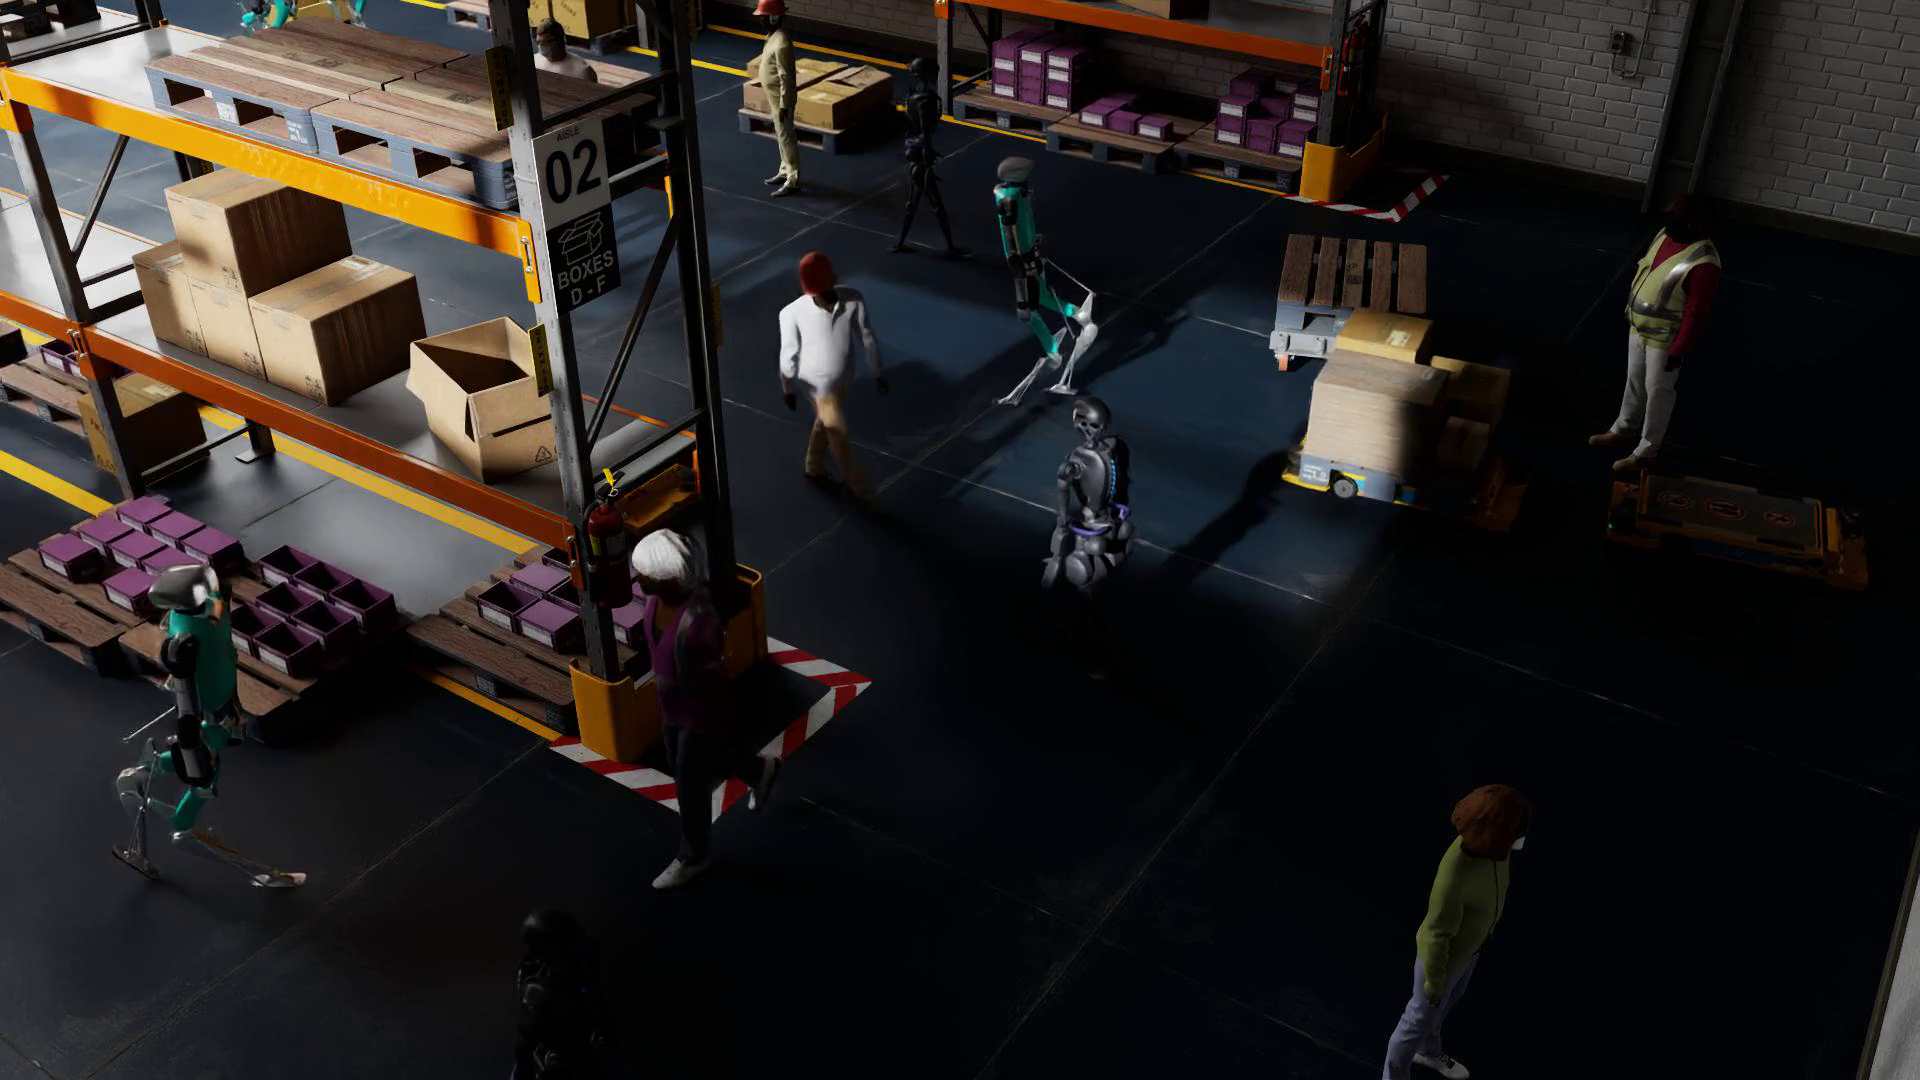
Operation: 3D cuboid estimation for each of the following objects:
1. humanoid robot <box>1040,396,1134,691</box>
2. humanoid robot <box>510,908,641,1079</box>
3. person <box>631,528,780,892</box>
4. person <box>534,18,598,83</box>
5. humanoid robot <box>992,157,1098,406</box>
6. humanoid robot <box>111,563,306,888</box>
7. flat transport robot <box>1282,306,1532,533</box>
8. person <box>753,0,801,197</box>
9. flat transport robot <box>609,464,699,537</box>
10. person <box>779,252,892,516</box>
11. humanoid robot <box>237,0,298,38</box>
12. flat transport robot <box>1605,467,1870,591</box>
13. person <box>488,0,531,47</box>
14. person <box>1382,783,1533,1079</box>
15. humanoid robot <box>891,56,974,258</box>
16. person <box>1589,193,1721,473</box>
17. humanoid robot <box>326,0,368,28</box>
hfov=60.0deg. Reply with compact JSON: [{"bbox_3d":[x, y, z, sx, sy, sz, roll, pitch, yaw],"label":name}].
[{"bbox_3d":[0.658,-0.005,8.612,0.665,1.635,0.600,28,42,36],"label":"humanoid robot"},{"bbox_3d":[-1.281,1.892,5.678,0.565,1.642,0.610,8,34,13],"label":"humanoid robot"},{"bbox_3d":[-1.137,0.701,7.373,0.701,1.827,0.519,-23,40,-31],"label":"person"},{"bbox_3d":[-3.126,-3.175,13.223,0.636,1.937,0.357,12,35,18],"label":"person"},{"bbox_3d":[0.635,-1.658,11.097,0.844,1.782,0.530,6,33,8],"label":"humanoid robot"},{"bbox_3d":[-3.524,0.878,7.206,0.985,1.763,0.531,-1,33,-2],"label":"humanoid robot"},{"bbox_3d":[2.828,-0.432,10.536,1.431,0.231,0.659,15,36,21],"label":"flat transport robot"},{"bbox_3d":[-1.581,-3.862,14.446,0.333,1.752,0.562,-7,34,-10],"label":"person"},{"bbox_3d":[-2.336,-0.441,10.551,1.431,0.231,0.659,20,38,28],"label":"flat transport robot"},{"bbox_3d":[-0.716,-0.942,10.009,0.855,1.690,0.575,25,41,33],"label":"person"},{"bbox_3d":[-7.118,-5.554,17.068,1.010,1.732,0.550,24,40,32],"label":"humanoid robot"},{"bbox_3d":[4.662,-0.079,9.994,1.431,0.231,0.659,13,35,19],"label":"flat transport robot"},{"bbox_3d":[-4.044,-4.383,15.069,0.489,1.952,0.421,26,41,34],"label":"person"},{"bbox_3d":[1.869,1.542,6.259,0.282,1.626,0.495,25,40,33],"label":"person"},{"bbox_3d":[-0.230,-3.065,13.320,0.737,1.631,0.601,-2,33,-2],"label":"humanoid robot"},{"bbox_3d":[4.376,-1.299,10.431,0.429,1.842,0.620,-4,33,-6],"label":"person"},{"bbox_3d":[-6.530,-5.979,17.744,1.016,1.753,0.553,26,41,34],"label":"humanoid robot"}]
